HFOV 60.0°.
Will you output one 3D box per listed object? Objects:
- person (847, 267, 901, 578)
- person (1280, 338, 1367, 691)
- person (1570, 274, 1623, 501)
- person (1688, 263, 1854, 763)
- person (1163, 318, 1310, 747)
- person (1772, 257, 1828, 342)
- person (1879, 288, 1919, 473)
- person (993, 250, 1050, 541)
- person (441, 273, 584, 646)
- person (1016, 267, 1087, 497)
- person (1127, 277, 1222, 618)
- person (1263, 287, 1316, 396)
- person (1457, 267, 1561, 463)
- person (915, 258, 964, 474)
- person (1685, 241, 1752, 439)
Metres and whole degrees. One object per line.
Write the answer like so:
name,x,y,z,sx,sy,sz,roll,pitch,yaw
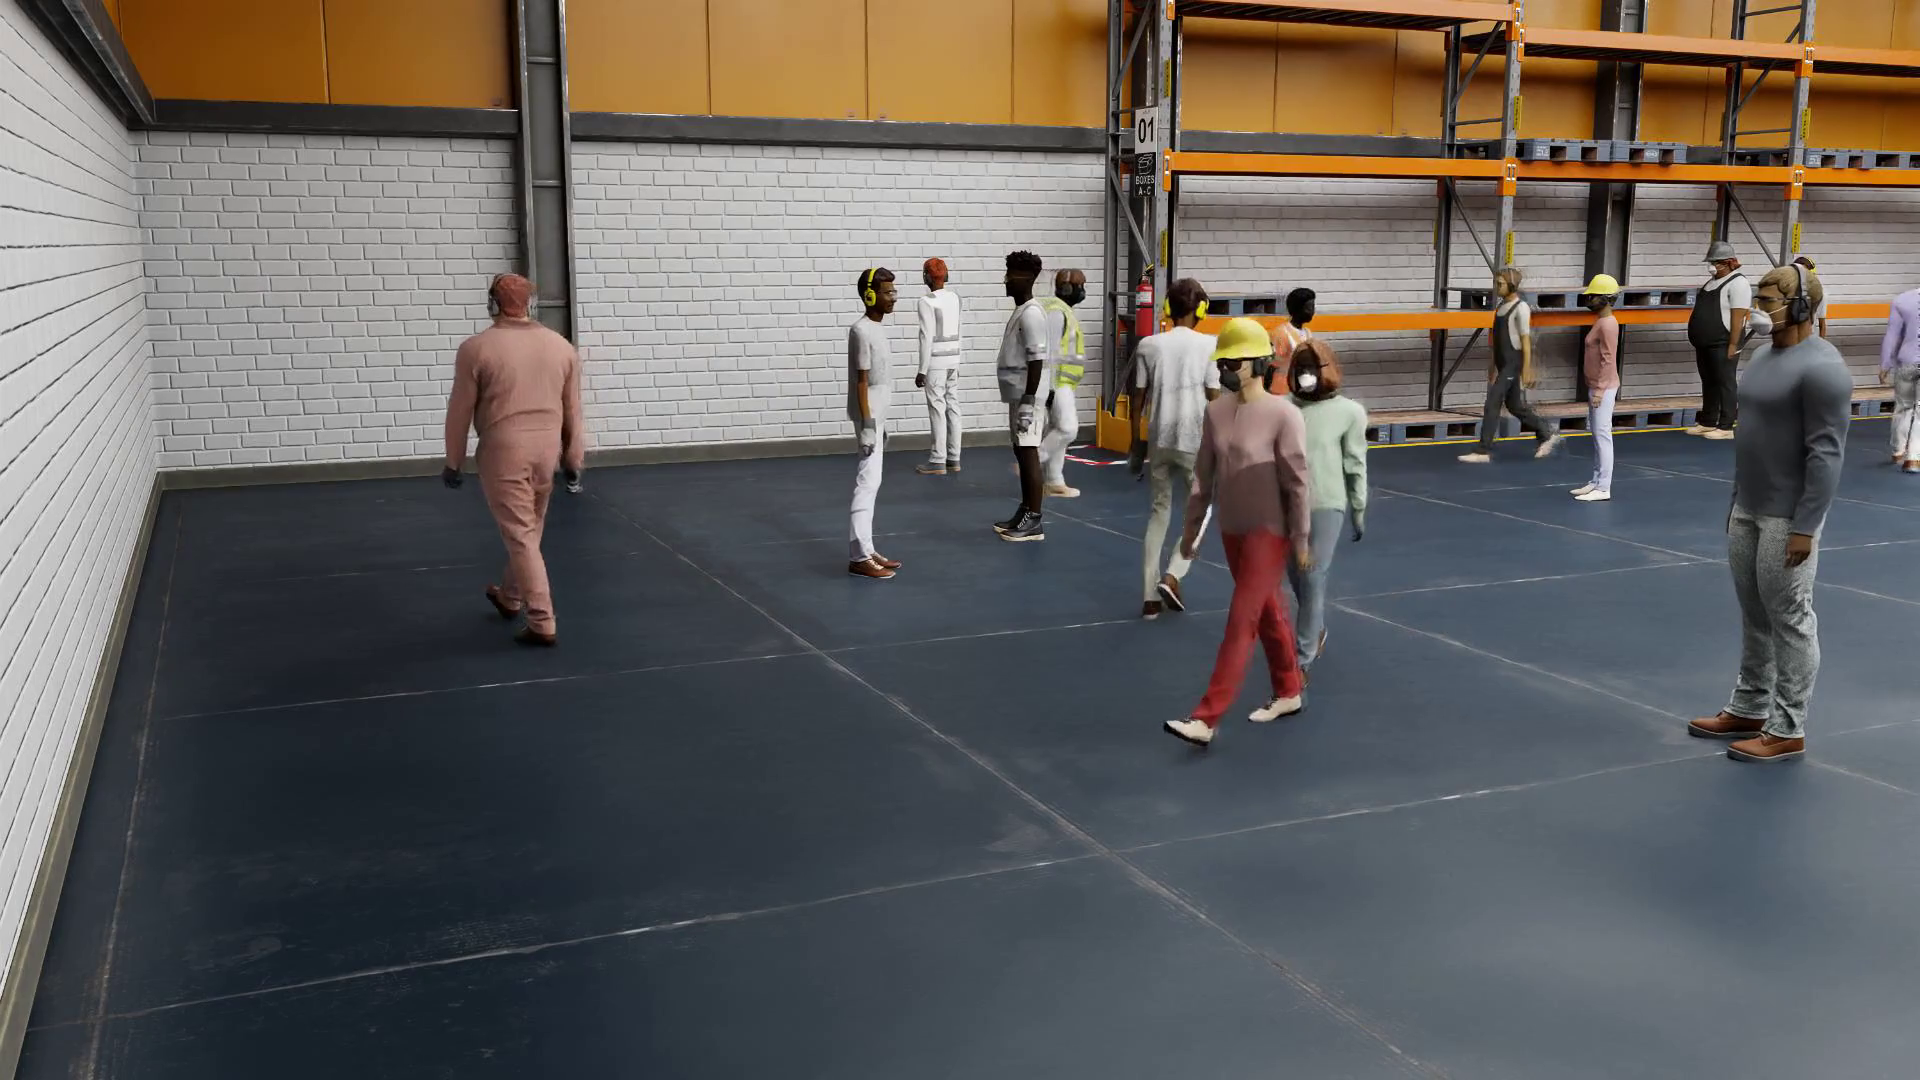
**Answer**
person,-0.525,-0.713,10.107,0.315,1.869,0.526,1,10,6
person,1.638,-0.152,7.753,0.502,1.593,0.845,6,12,31
person,4.996,-1.186,13.030,0.315,1.769,0.524,3,11,16
person,3.189,-0.101,6.504,0.370,1.940,0.627,0,10,0
person,1.133,-0.033,6.752,0.925,1.717,0.546,-7,12,-33
person,8.486,-1.929,16.884,0.319,1.870,0.532,-10,14,-43
person,8.521,-1.532,14.719,0.646,1.874,0.988,7,12,34
person,0.426,-0.979,11.321,0.361,1.965,0.613,-1,10,-5
person,-2.322,-0.424,8.537,0.966,1.857,0.649,10,14,43
person,0.763,-1.219,13.063,0.462,1.821,0.649,2,10,12
person,1.177,-0.484,8.947,0.588,1.832,0.455,5,11,25
person,2.601,-1.110,12.864,0.718,1.662,0.582,8,13,36
person,5.108,-1.600,15.275,0.949,1.808,0.520,-1,10,-3
person,-0.187,-1.515,14.542,0.361,1.882,0.575,7,12,35
person,7.796,-2.069,17.187,0.535,2.000,0.682,-1,10,-6
